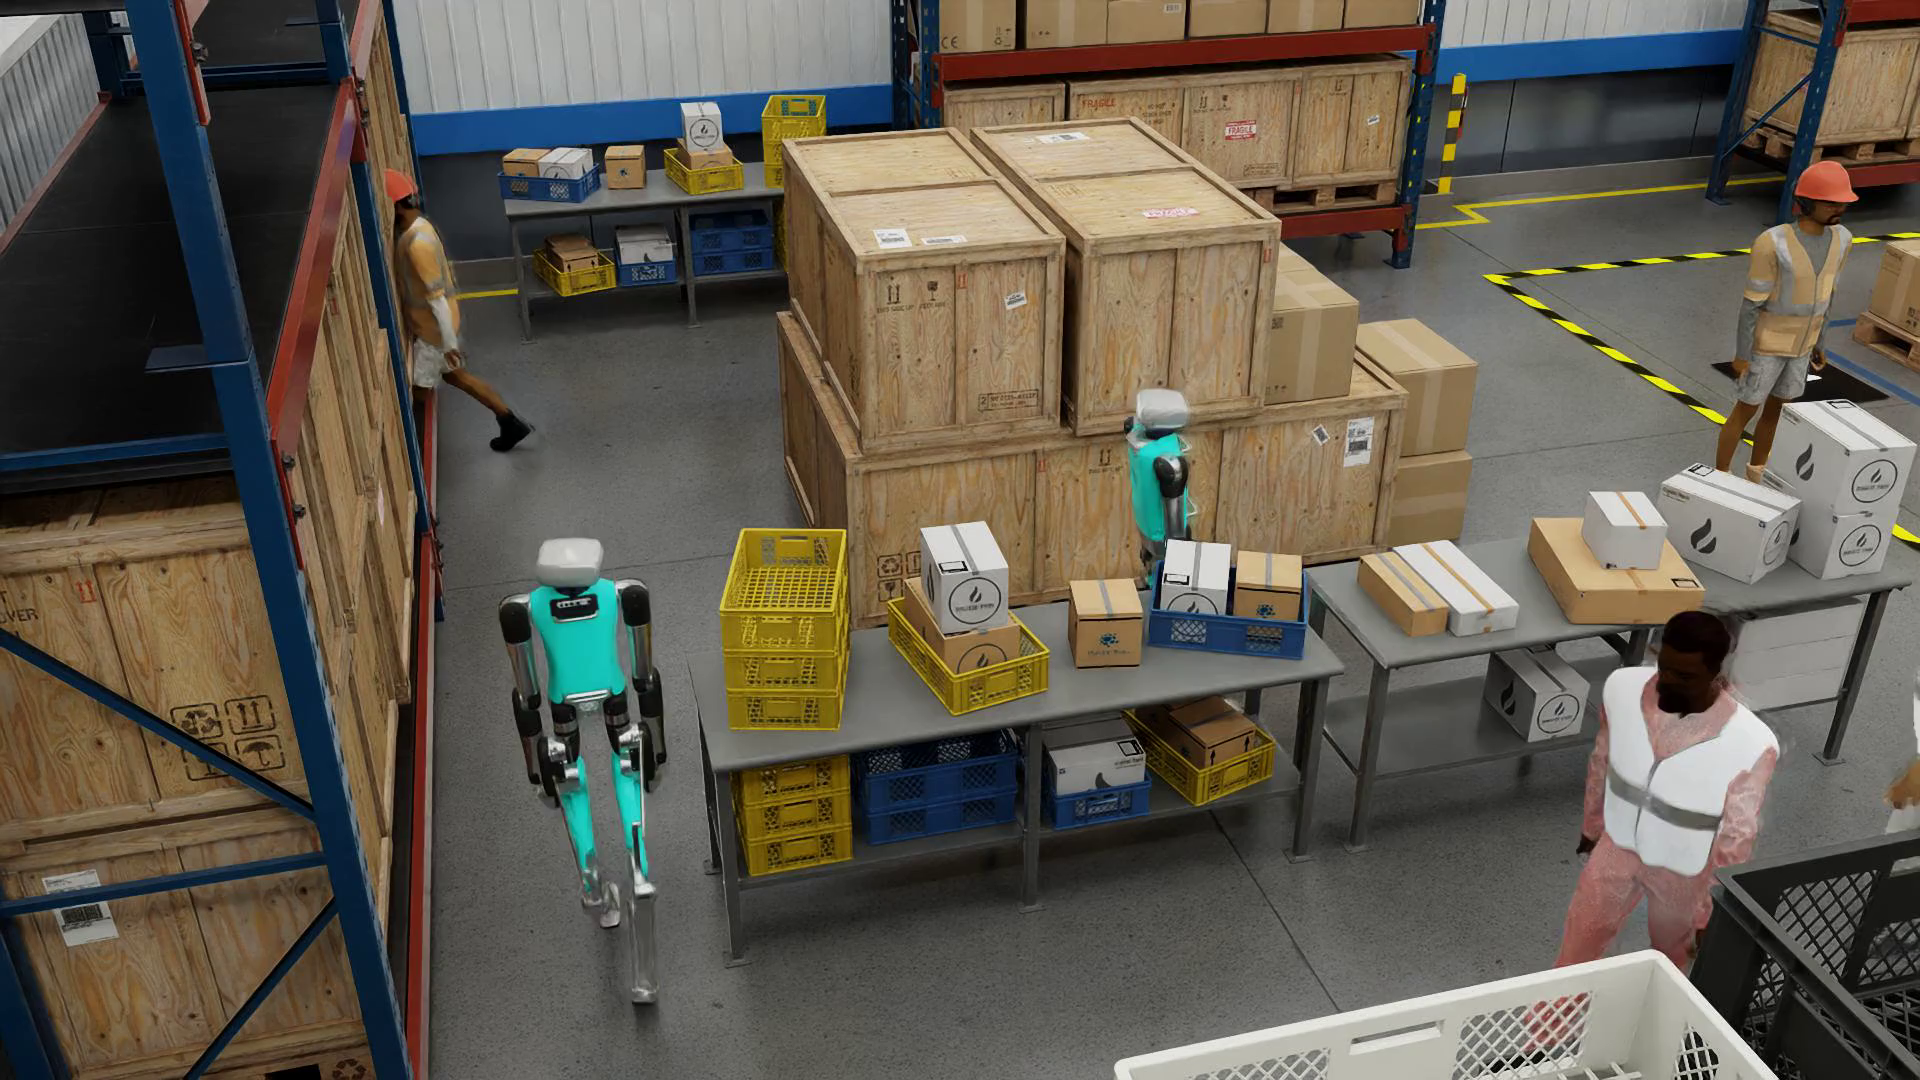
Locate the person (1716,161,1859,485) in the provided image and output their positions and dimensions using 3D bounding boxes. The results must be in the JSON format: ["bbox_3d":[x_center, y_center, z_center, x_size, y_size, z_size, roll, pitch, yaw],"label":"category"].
[{"bbox_3d":[4.596,-1.102,9.275,0.612,2.047,0.360,-9,30,-15],"label":"person"}]

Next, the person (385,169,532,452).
[{"bbox_3d":[-3.102,-1.273,9.756,0.935,1.893,0.589,-10,30,-17],"label":"person"}]

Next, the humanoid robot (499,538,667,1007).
[{"bbox_3d":[-1.283,0.933,5.951,0.533,1.772,1.015,-7,30,-13],"label":"humanoid robot"}]

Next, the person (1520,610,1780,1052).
[{"bbox_3d":[2.238,1.085,5.478,0.957,1.872,0.612,-24,37,-36],"label":"person"}]

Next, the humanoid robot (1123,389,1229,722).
[{"bbox_3d":[1.034,0.139,7.316,0.938,1.730,0.530,-6,29,-11],"label":"humanoid robot"}]

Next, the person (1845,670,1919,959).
[{"bbox_3d":[3.702,0.753,6.163,0.401,1.803,0.753,22,36,34],"label":"person"}]
